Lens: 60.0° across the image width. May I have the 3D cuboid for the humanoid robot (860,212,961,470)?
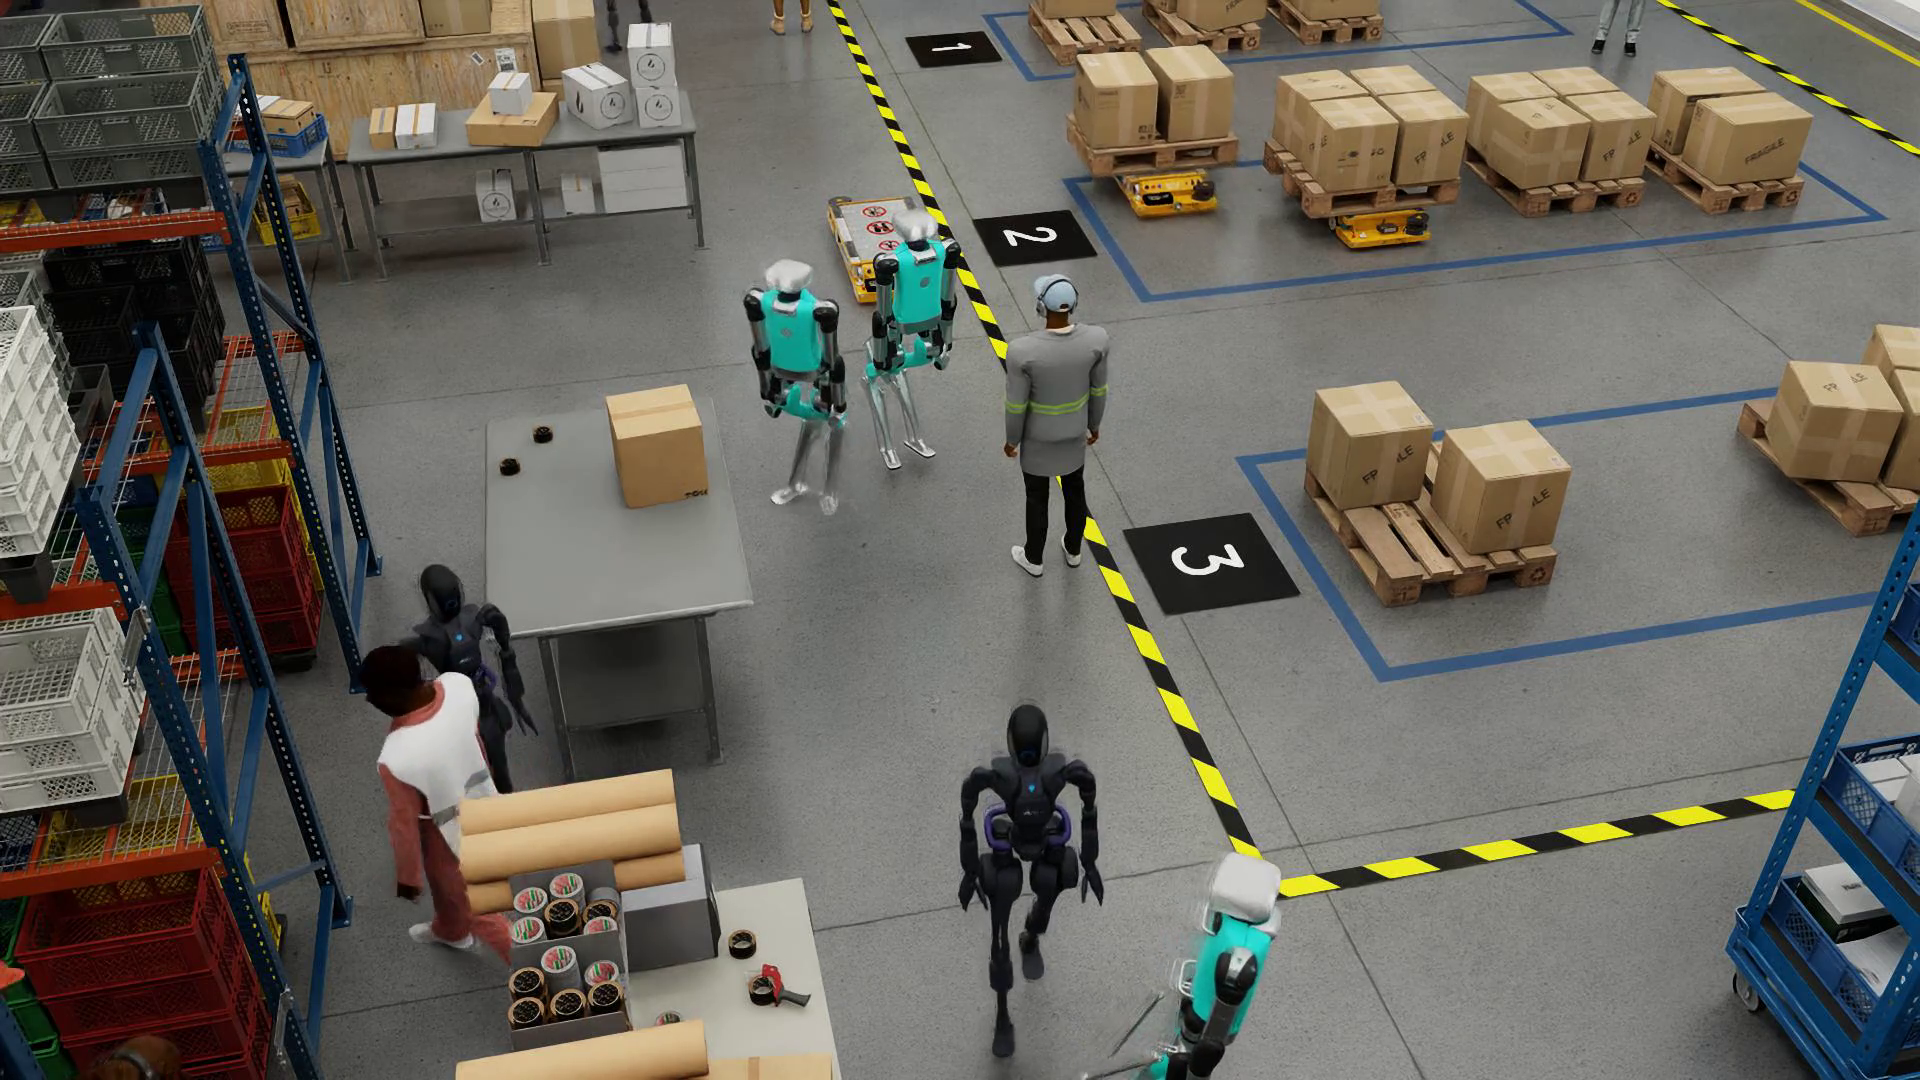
[{"bbox_3d":[-0.363,-1.245,9.882,0.533,1.679,0.735,-18,40,-23],"label":"humanoid robot"}]

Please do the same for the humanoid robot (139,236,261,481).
[{"bbox_3d":[-4.600,-0.897,9.571,1.044,1.754,0.554,-14,39,-18],"label":"humanoid robot"}]

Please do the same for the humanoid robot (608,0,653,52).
[{"bbox_3d":[-3.202,-5.458,15.714,0.623,1.636,0.385,-7,37,-9],"label":"humanoid robot"}]

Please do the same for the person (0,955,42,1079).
[{"bbox_3d":[-3.094,2.072,5.406,0.654,1.892,0.585,-6,37,-8],"label":"person"}]

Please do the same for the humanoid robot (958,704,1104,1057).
[{"bbox_3d":[0.292,1.321,6.620,0.596,1.635,0.716,-3,37,-4],"label":"humanoid robot"}]

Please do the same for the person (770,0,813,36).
[{"bbox_3d":[-1.695,-5.896,15.997,0.604,2.039,0.383,-8,37,-10],"label":"person"}]

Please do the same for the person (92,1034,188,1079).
[{"bbox_3d":[-2.352,2.268,5.235,0.964,1.785,0.701,-17,40,-21],"label":"person"}]

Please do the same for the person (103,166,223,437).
[{"bbox_3d":[-4.936,-1.478,10.233,0.506,1.837,0.332,29,45,33],"label":"person"}]

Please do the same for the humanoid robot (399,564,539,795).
[{"bbox_3d":[-2.207,0.770,7.352,0.588,1.649,0.421,-28,45,-32],"label":"humanoid robot"}]

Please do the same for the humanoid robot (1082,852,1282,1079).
[{"bbox_3d":[0.692,1.823,5.976,0.739,1.901,0.568,9,38,12],"label":"humanoid robot"}]

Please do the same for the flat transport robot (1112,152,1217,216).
[{"bbox_3d":[1.568,-3.083,13.674,0.652,0.197,1.431,-8,37,-10],"label":"flat transport robot"}]

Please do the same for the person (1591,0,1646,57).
[{"bbox_3d":[6.367,-5.462,15.588,0.590,1.828,0.404,11,38,15],"label":"person"}]

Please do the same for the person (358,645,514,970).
[{"bbox_3d":[-2.014,1.150,6.680,0.914,1.871,0.600,7,37,9],"label":"person"}]

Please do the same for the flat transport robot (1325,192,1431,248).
[{"bbox_3d":[3.134,-2.740,13.213,0.652,0.197,1.431,-8,37,-10],"label":"flat transport robot"}]

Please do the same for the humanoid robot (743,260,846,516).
[{"bbox_3d":[-0.854,-0.902,9.533,0.564,1.753,0.790,10,38,13],"label":"humanoid robot"}]

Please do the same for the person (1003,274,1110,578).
[{"bbox_3d":[0.507,-0.618,9.057,0.588,1.852,0.375,-12,38,-15],"label":"person"}]

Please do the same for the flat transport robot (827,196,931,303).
[{"bbox_3d":[-0.570,-2.220,12.538,0.659,0.231,1.431,-8,37,-10],"label":"flat transport robot"}]
